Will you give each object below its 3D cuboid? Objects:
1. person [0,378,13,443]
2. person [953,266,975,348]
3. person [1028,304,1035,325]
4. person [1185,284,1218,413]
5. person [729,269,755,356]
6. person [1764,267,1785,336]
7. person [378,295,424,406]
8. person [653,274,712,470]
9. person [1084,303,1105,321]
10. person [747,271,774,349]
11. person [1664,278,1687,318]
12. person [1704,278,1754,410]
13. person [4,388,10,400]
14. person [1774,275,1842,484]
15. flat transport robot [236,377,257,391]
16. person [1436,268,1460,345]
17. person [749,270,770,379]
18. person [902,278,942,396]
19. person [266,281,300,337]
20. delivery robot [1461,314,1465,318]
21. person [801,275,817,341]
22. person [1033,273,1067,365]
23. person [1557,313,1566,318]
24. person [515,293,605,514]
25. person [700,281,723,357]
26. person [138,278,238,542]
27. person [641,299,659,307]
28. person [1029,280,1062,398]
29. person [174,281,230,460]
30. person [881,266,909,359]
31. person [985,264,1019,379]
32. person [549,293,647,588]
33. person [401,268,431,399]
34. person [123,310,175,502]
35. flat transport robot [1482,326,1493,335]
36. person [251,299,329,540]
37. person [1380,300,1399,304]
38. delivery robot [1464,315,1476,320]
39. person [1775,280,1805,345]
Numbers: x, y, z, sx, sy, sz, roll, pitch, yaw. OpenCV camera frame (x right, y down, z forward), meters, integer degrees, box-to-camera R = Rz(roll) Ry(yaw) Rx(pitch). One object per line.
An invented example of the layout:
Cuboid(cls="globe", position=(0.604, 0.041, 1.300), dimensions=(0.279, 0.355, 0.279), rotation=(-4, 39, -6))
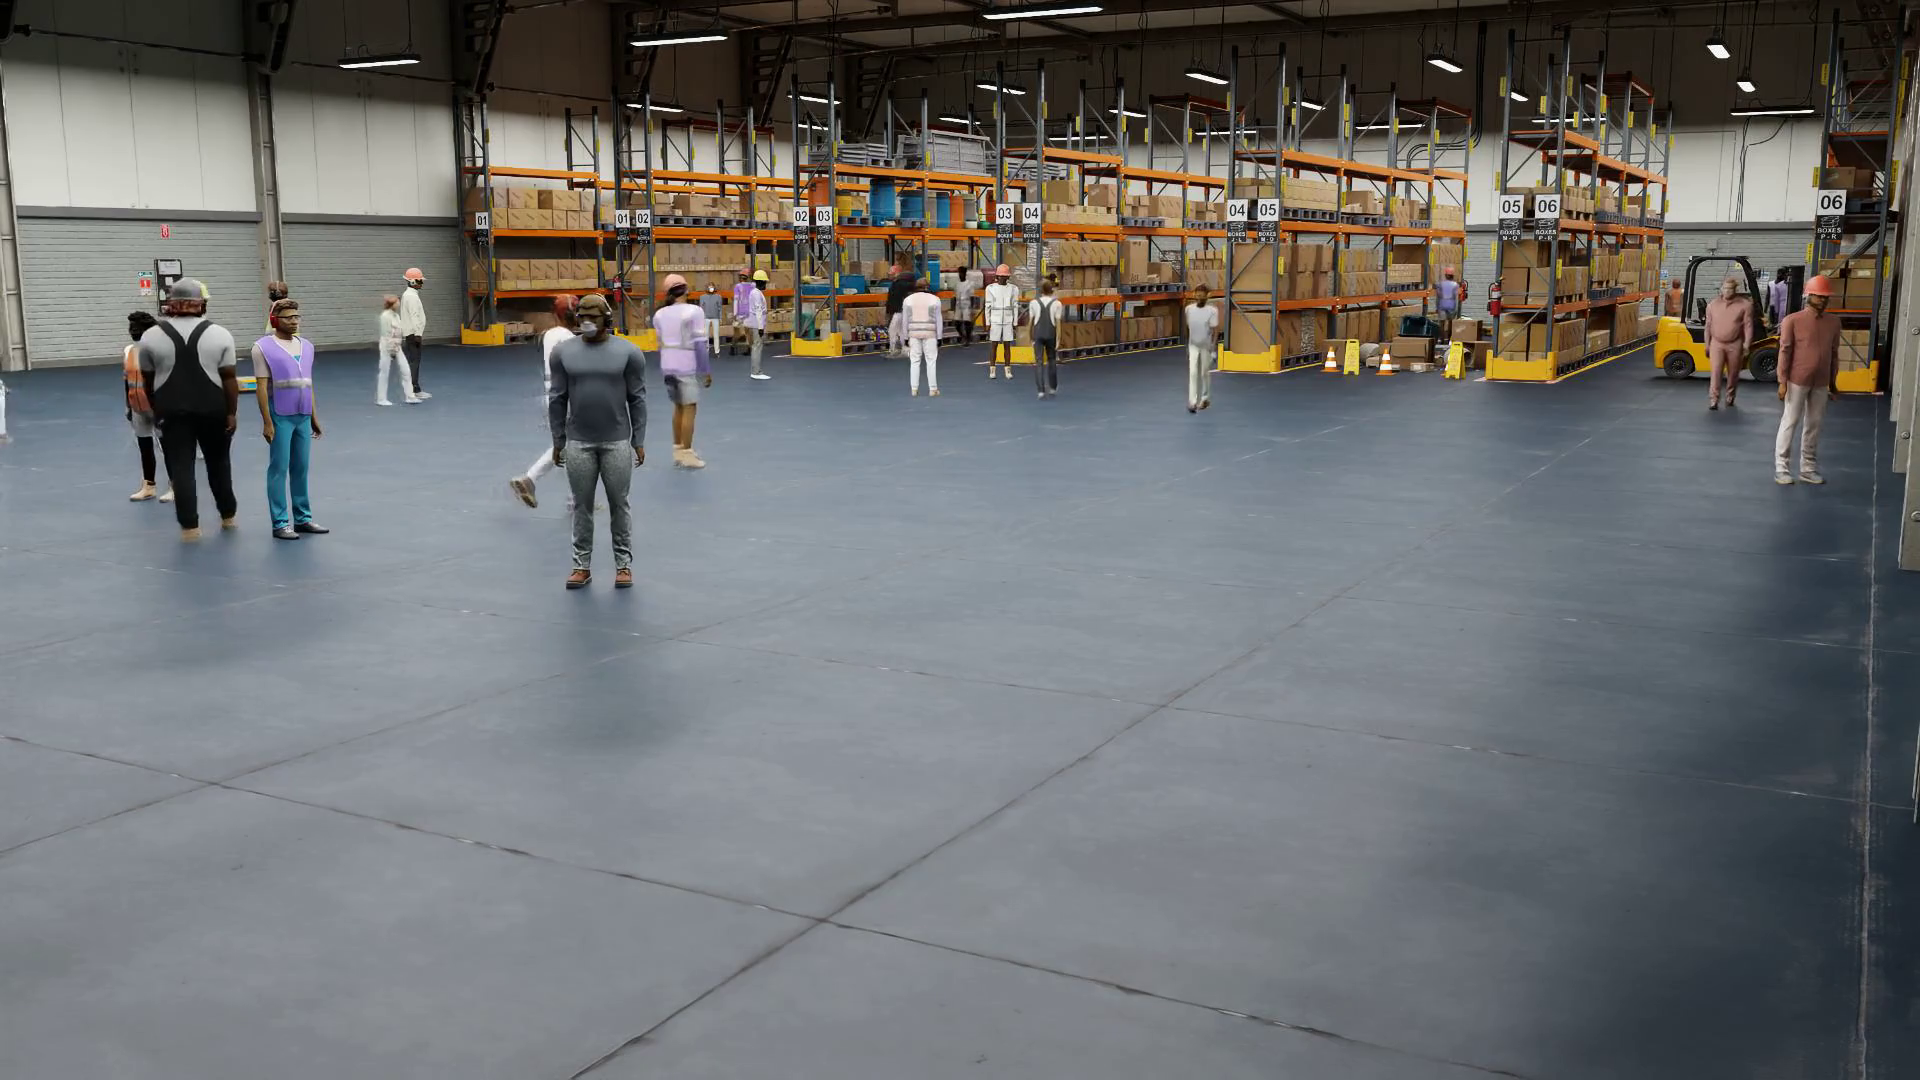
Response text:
Cuboid(cls="person", position=(-11.225, -1.994, 19.052), dimensions=(0.580, 1.858, 0.669), rotation=(-1, 10, -7))
Cuboid(cls="person", position=(0.078, -5.524, 39.457), dimensions=(0.622, 1.950, 0.418), rotation=(6, 11, 31))
Cuboid(cls="person", position=(1.849, -5.206, 37.661), dimensions=(0.627, 1.933, 0.367), rotation=(1, 10, 6))
Cuboid(cls="person", position=(3.376, -2.669, 23.230), dimensions=(0.514, 1.785, 1.057), rotation=(4, 10, 21))
Cuboid(cls="person", position=(-4.798, -4.982, 36.468), dimensions=(0.618, 1.879, 0.794), rotation=(-9, 13, -42))
Cuboid(cls="person", position=(20.185, -5.761, 40.985), dimensions=(0.737, 1.902, 0.601), rotation=(-8, 12, -38))
Cuboid(cls="person", position=(-8.178, -2.744, 24.170), dimensions=(0.723, 1.613, 0.536), rotation=(1, 10, 8))
Cuboid(cls="person", position=(-2.872, -1.739, 17.151), dimensions=(0.651, 1.988, 0.639), rotation=(5, 11, 29))
Cuboid(cls="person", position=(3.267, -5.602, 40.443), dimensions=(0.533, 1.768, 0.310), rotation=(3, 10, 19))
Cuboid(cls="person", position=(-4.792, -5.446, 39.371), dimensions=(0.516, 1.828, 0.946), rotation=(5, 11, 25))
Cuboid(cls="person", position=(17.640, -5.633, 41.011), dimensions=(0.540, 1.624, 0.360), rotation=(5, 11, 29))
Cuboid(cls="person", position=(11.006, -2.811, 23.824), dimensions=(0.651, 1.874, 0.933), rotation=(5, 11, 29))
Cuboid(cls="person", position=(-13.651, -2.677, 23.179), dimensions=(0.605, 1.810, 0.608), rotation=(8, 13, 39))
Cuboid(cls="person", position=(8.113, -1.521, 15.885), dimensions=(0.623, 1.989, 0.401), rotation=(-1, 10, -8))
Cuboid(cls="flat transport robot", position=(-11.382, -2.513, 26.727), dimensions=(0.652, 0.197, 1.431), rotation=(9, 14, 44))
Cuboid(cls="person", position=(11.846, -5.649, 40.410), dimensions=(0.552, 1.888, 0.997), rotation=(4, 11, 24))
Cuboid(cls="person", position=(-3.548, -3.811, 29.484), dimensions=(0.379, 1.924, 0.594), rotation=(-2, 10, -13))
Cuboid(cls="person", position=(-0.576, -3.171, 25.999), dimensions=(0.625, 1.840, 0.430), rotation=(2, 10, 11))
Cuboid(cls="person", position=(-9.231, -2.603, 22.702), dimensions=(0.429, 1.838, 0.629), rotation=(-3, 10, -15))
Cuboid(cls="delivery robot", position=(13.946, -6.016, 46.128), dimensions=(0.477, 0.478, 0.707), rotation=(-2, 10, -11))
Cuboid(cls="person", position=(-3.531, -5.193, 38.120), dimensions=(0.534, 1.763, 0.619), rotation=(4, 11, 23))
Cuboid(cls="person", position=(1.807, -4.406, 33.206), dimensions=(0.608, 1.842, 0.572), rotation=(-1, 10, -7))
Cuboid(cls="person", position=(15.018, -5.784, 41.191), dimensions=(0.458, 1.877, 0.650), rotation=(5, 11, 27))
Cuboid(cls="person", position=(-3.361, -1.122, 13.906), dimensions=(0.651, 1.867, 0.579), rotation=(-7, 12, -37))
Cuboid(cls="person", position=(-5.350, -4.738, 35.761), dimensions=(0.503, 1.636, 0.277), rotation=(-1, 10, -7))
Cuboid(cls="person", position=(-5.964, -1.041, 12.936), dimensions=(0.692, 2.000, 0.936), rotation=(-4, 10, -20))
Cuboid(cls="person", position=(-7.891, -5.855, 42.469), dimensions=(0.888, 1.579, 0.491), rotation=(-8, 13, -41))
Cuboid(cls="person", position=(1.325, -3.112, 25.762), dimensions=(0.518, 1.805, 0.833), rotation=(1, 10, 5))
Cuboid(cls="person", position=(-8.128, -1.790, 17.676), dimensions=(0.512, 1.915, 0.603), rotation=(1, 10, 3))
Cuboid(cls="person", position=(-1.422, -4.826, 35.298), dimensions=(0.859, 1.961, 0.614), rotation=(-4, 10, -22))
Cuboid(cls="person", position=(0.748, -3.873, 29.523), dimensions=(0.607, 2.039, 0.380), rotation=(-1, 10, -7))
Cuboid(cls="person", position=(-2.374, -0.646, 10.920), dimensions=(0.635, 1.937, 0.359), rotation=(-1, 10, -3))
Cuboid(cls="person", position=(-8.343, -3.161, 25.481), dimensions=(0.397, 1.992, 0.621), rotation=(-5, 11, -26))
Cuboid(cls="person", position=(-7.162, -1.177, 14.722), dimensions=(0.537, 1.698, 0.320), rotation=(3, 10, 16))
Cuboid(cls="flat transport robot", position=(14.634, -5.756, 45.716), dimensions=(0.652, 0.197, 1.431), rotation=(-1, 10, -4))
Cuboid(cls="person", position=(-5.208, -0.937, 12.893), dimensions=(0.389, 1.846, 0.567), rotation=(4, 10, 21))
Cuboid(cls="person", position=(11.366, -6.158, 44.097), dimensions=(0.514, 1.625, 0.615), rotation=(6, 11, 31))
Cuboid(cls="delivery robot", position=(13.857, -5.916, 45.547), dimensions=(0.707, 0.478, 0.477), rotation=(-2, 10, -11))
Cuboid(cls="person", position=(18.685, -5.161, 37.443), dimensions=(0.406, 1.911, 0.639), rotation=(-8, 13, -41))
